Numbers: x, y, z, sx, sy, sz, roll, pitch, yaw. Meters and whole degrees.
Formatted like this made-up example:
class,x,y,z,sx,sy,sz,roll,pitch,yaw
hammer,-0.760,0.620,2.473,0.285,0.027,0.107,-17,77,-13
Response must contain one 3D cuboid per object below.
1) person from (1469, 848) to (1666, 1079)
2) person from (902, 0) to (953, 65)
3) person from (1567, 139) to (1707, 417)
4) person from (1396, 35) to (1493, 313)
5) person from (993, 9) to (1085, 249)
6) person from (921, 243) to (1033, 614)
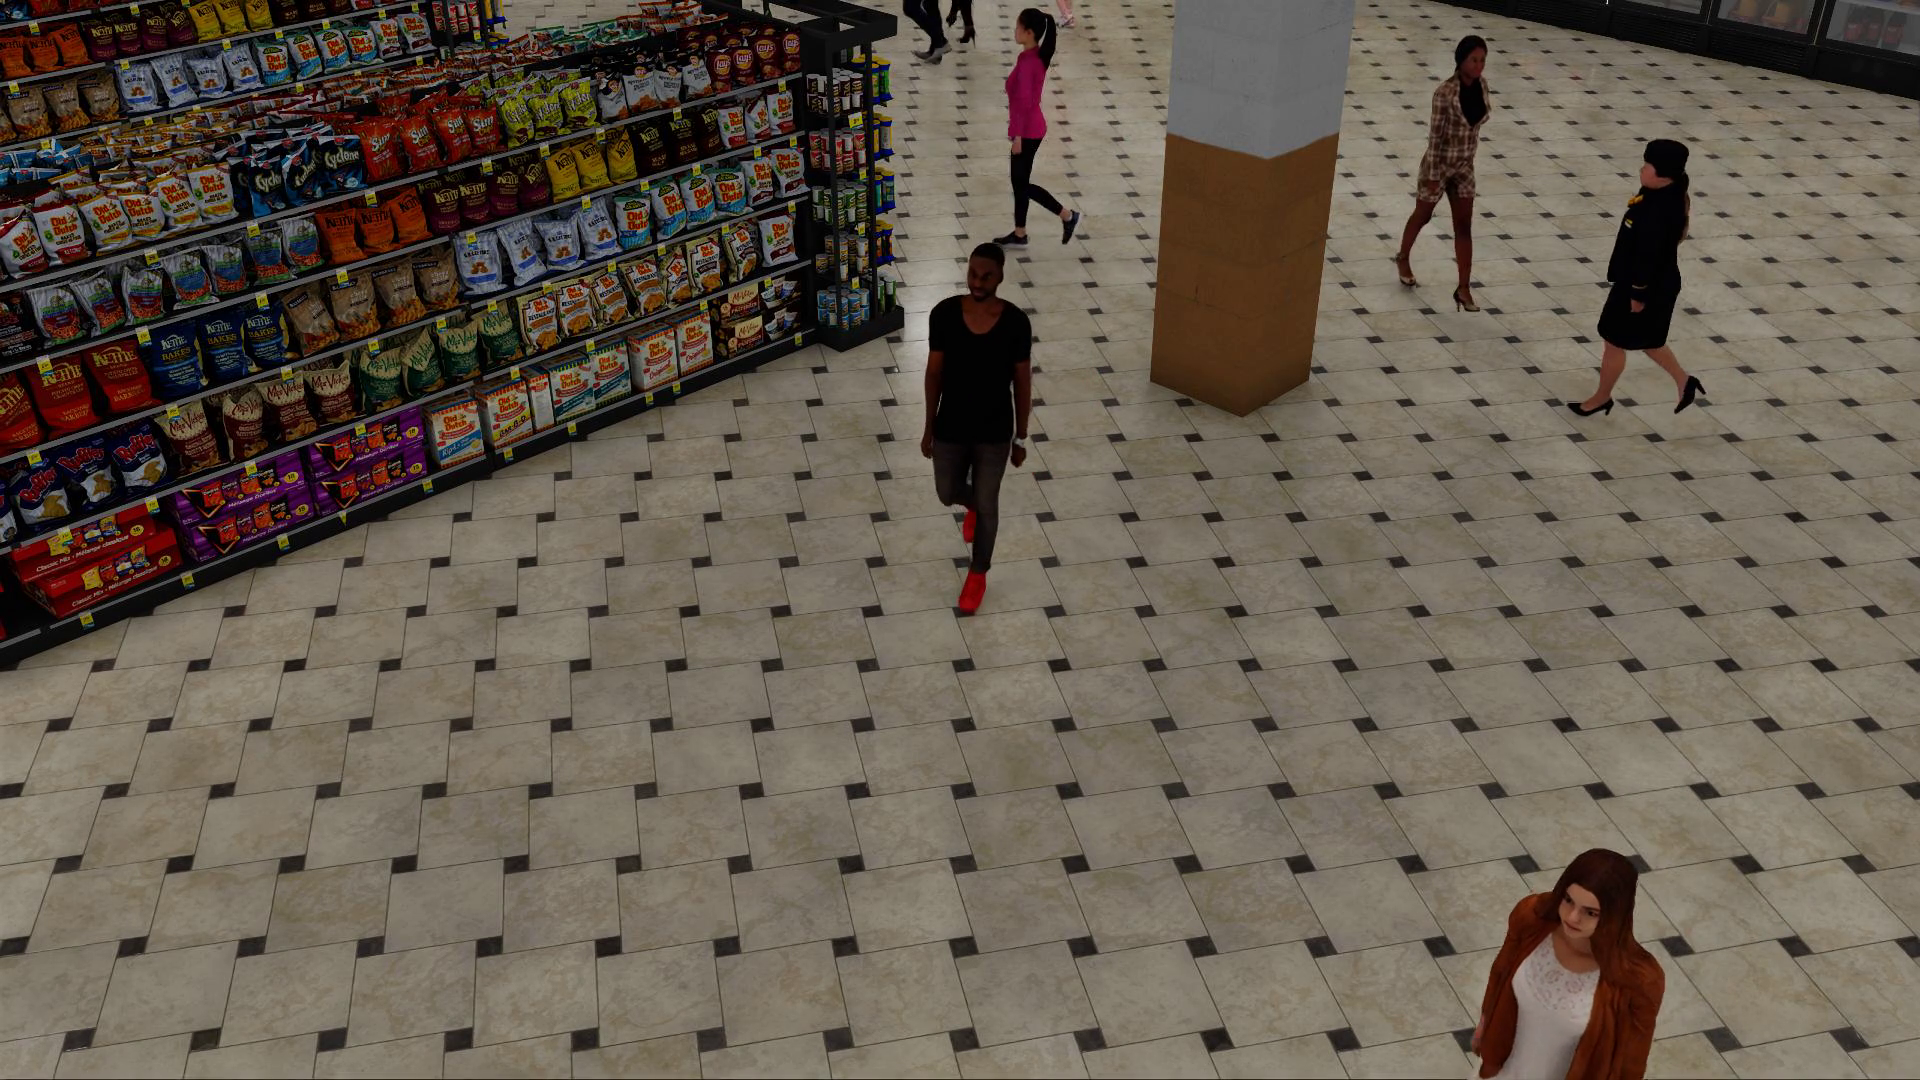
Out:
class,x,y,z,sx,sy,sz,roll,pitch,yaw
person,1.693,1.458,4.664,0.645,1.704,0.663,26,41,36
person,-0.237,-5.312,15.404,0.864,1.852,0.788,22,38,31
person,3.887,-1.401,9.303,0.898,1.657,0.964,19,37,28
person,3.106,-2.385,10.814,1.113,1.733,0.967,-11,33,-17
person,0.552,-2.797,11.518,0.937,1.687,0.926,5,32,8
person,0.088,-0.574,7.848,0.950,1.791,1.073,6,32,10
